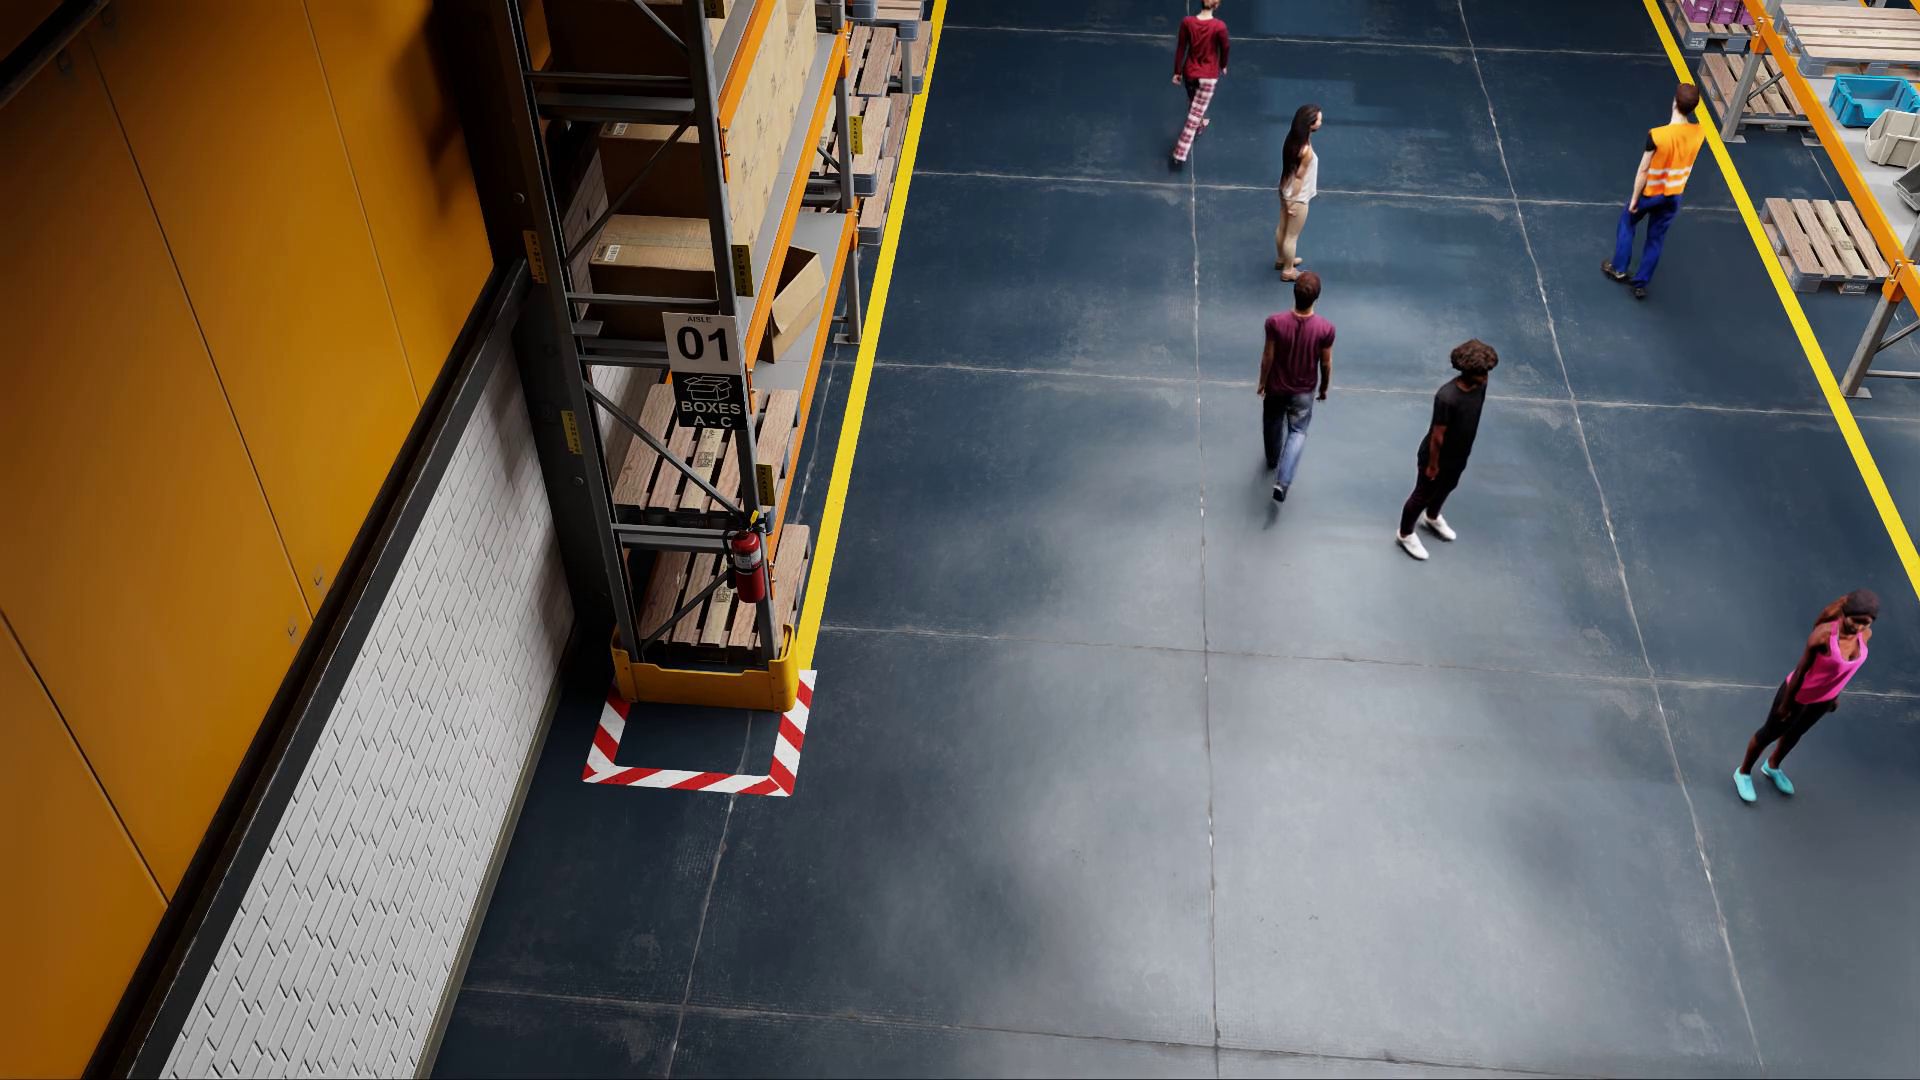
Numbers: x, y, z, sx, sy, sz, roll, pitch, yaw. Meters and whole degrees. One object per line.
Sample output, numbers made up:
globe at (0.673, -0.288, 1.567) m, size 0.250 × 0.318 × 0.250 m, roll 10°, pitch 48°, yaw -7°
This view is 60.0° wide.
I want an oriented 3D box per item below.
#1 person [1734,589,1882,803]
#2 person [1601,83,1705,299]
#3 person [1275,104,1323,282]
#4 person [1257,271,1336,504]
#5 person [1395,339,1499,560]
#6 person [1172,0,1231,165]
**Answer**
person at (5.105, 0.909, 10.000) m, size 0.615 × 1.725 × 0.618 m, roll -7°, pitch 44°, yaw -7°
person at (5.852, -2.839, 13.832) m, size 0.710 × 1.866 × 0.780 m, roll -1°, pitch 44°, yaw -1°
person at (2.828, -2.941, 14.094) m, size 0.673 × 1.652 × 0.609 m, roll -26°, pitch 50°, yaw -25°
person at (2.377, -1.080, 12.014) m, size 0.794 × 1.827 × 1.087 m, roll 11°, pitch 45°, yaw 11°
person at (3.400, -0.661, 11.609) m, size 0.707 × 1.779 × 0.761 m, roll -28°, pitch 50°, yaw -26°
person at (2.221, -4.295, 15.517) m, size 0.929 × 1.650 × 1.185 m, roll 19°, pitch 47°, yaw 19°
